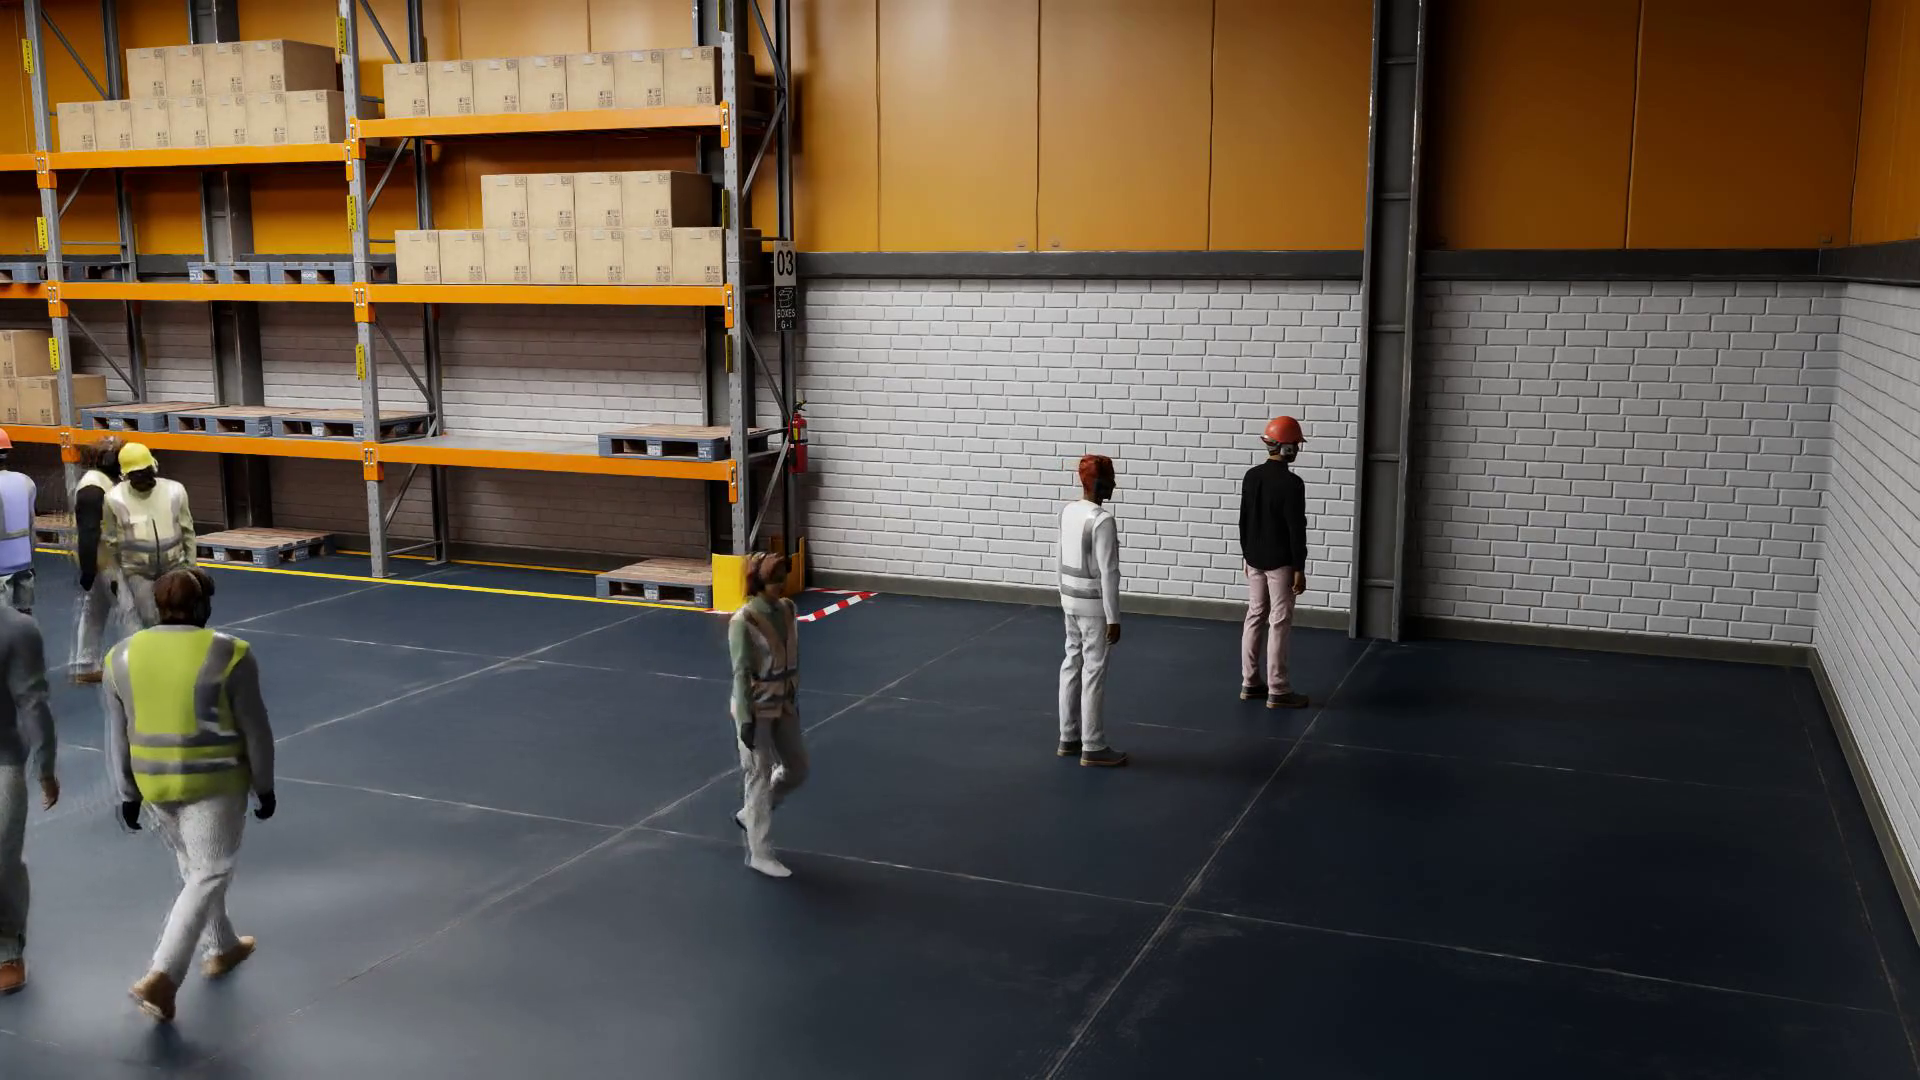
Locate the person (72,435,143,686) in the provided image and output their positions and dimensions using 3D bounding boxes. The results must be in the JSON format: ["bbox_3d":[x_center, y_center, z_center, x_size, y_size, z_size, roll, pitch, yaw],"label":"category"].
[{"bbox_3d":[-5.974,0.154,11.916,0.866,1.800,0.627,-3,10,-18],"label":"person"}]

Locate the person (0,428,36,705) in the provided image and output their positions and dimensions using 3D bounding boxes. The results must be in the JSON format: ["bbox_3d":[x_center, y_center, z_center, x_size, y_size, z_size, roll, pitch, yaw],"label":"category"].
[{"bbox_3d":[-6.576,0.172,11.409,0.361,1.935,0.553,1,9,8],"label":"person"}]

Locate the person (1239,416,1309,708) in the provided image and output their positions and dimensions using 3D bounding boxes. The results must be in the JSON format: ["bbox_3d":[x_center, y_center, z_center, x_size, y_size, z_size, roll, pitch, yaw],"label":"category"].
[{"bbox_3d":[2.171,0.144,11.405,0.397,1.992,0.621,-5,11,-28],"label":"person"}]

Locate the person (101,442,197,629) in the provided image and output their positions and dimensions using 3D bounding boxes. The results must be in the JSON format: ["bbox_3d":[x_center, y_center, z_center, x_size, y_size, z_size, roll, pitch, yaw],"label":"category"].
[{"bbox_3d":[-5.816,0.169,11.925,0.606,1.788,0.721,-8,12,-40],"label":"person"}]

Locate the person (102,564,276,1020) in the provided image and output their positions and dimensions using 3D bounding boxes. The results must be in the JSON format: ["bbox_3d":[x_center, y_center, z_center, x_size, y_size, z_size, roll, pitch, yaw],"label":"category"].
[{"bbox_3d":[-3.150,1.009,6.766,0.625,1.812,0.875,1,9,6],"label":"person"}]

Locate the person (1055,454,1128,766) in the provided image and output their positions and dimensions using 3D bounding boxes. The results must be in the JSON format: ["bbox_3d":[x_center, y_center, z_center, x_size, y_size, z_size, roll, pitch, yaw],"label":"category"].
[{"bbox_3d":[0.788,0.419,10.074,0.337,1.882,0.585,-5,11,-27],"label":"person"}]

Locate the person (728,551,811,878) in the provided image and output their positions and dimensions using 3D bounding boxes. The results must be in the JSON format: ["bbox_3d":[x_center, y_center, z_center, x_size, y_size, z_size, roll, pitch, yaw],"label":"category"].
[{"bbox_3d":[-0.967,0.854,8.224,0.388,1.630,0.531,5,11,30],"label":"person"}]

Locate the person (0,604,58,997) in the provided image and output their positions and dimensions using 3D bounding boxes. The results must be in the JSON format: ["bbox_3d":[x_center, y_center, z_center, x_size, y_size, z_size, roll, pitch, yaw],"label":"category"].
[{"bbox_3d":[-4.037,0.946,6.800,0.646,1.920,0.448,-4,10,-22],"label":"person"}]
